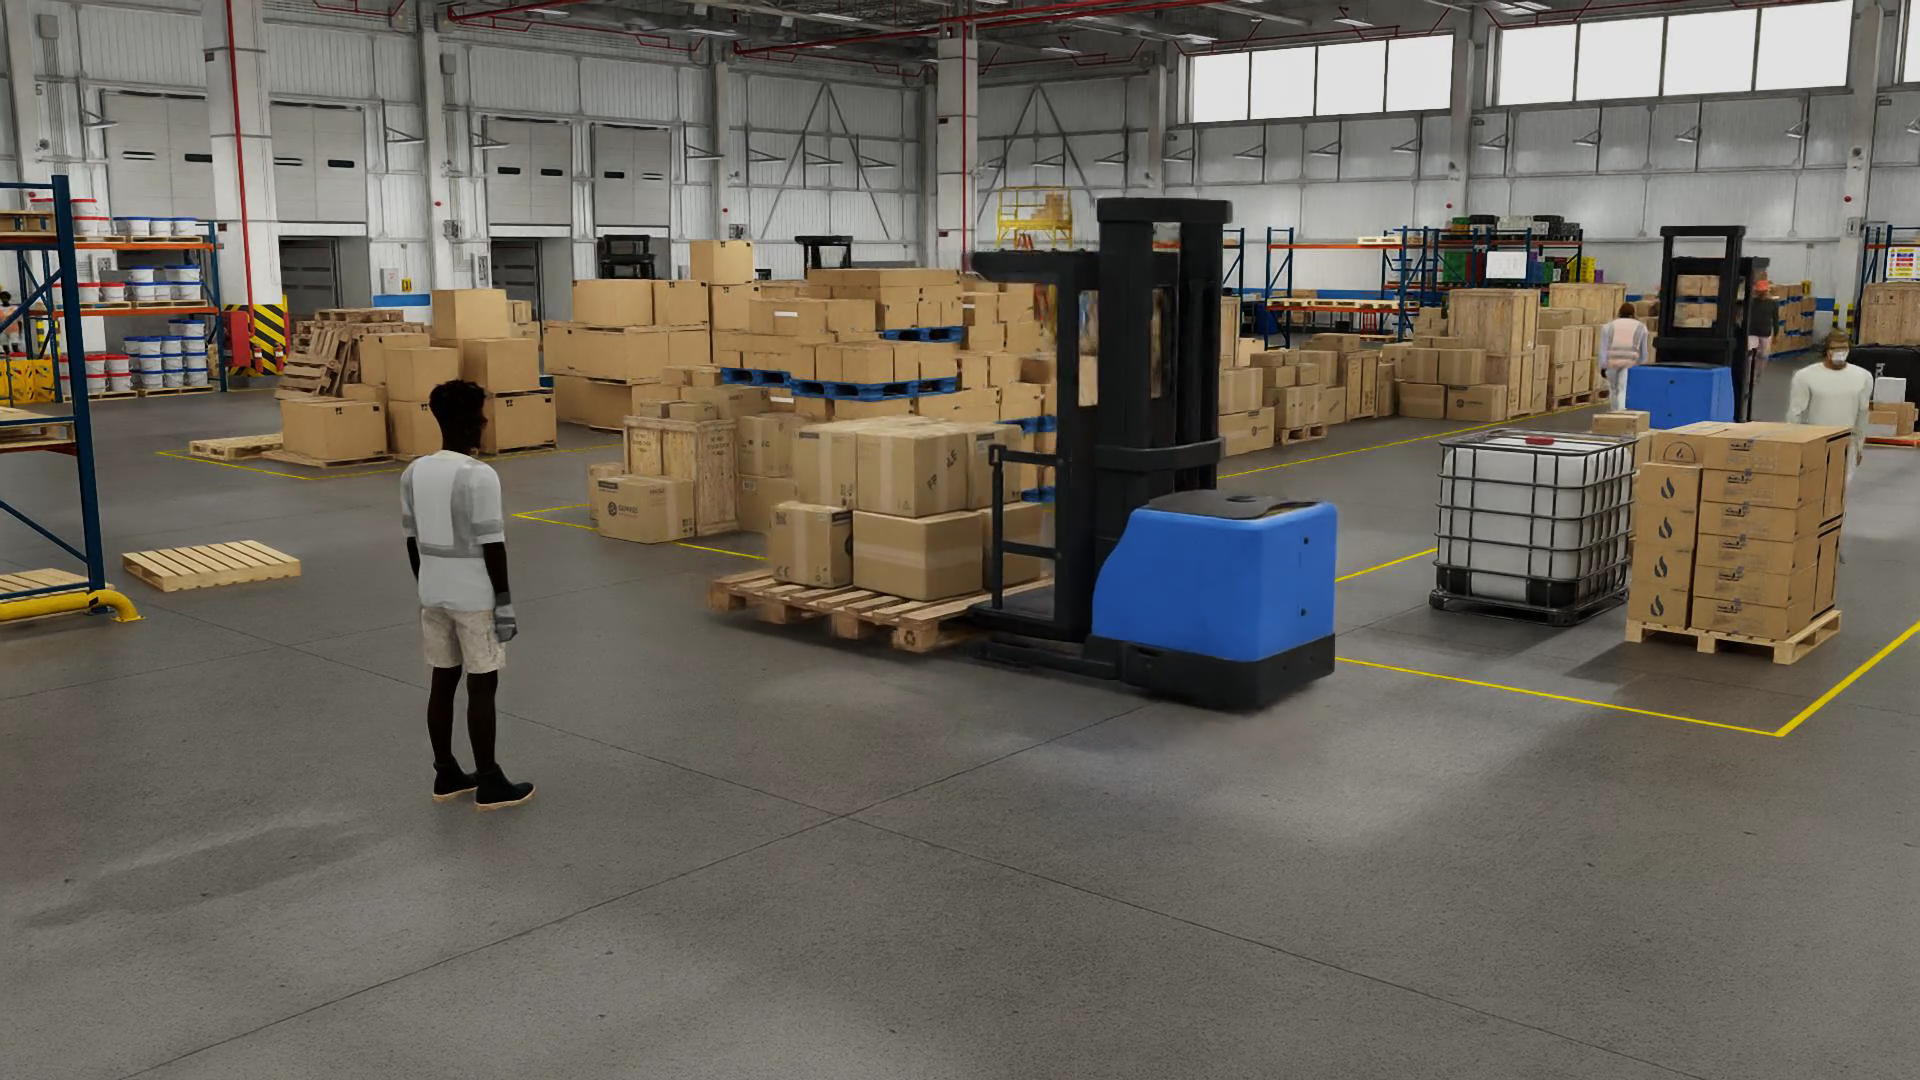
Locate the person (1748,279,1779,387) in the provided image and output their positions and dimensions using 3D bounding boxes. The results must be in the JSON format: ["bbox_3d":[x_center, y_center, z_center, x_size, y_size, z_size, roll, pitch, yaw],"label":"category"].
[{"bbox_3d":[14.783,-3.826,30.753,0.620,1.975,0.680,3,10,18],"label":"person"}]

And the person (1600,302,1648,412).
[{"bbox_3d":[9.393,-2.466,23.573,0.637,1.796,0.834,5,11,26],"label":"person"}]

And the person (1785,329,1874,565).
[{"bbox_3d":[7.155,-0.799,13.765,0.647,1.897,1.010,2,10,14],"label":"person"}]

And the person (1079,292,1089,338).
[{"bbox_3d":[2.471,-4.559,35.833,0.881,1.645,0.525,-9,14,-43],"label":"person"}]

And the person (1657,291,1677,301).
[{"bbox_3d":[13.919,-4.196,33.126,0.961,1.894,0.547,1,10,6],"label":"person"}]

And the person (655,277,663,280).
[{"bbox_3d":[-6.511,-4.725,36.013,0.639,1.928,0.369,-5,11,-24],"label":"person"}]

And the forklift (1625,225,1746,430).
[{"bbox_3d":[9.243,-2.554,20.934,1.129,2.768,1.873,8,13,40],"label":"forklift"}]

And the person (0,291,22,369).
[{"bbox_3d":[-19.359,-4.204,33.769,0.542,1.673,0.706,-4,11,-19],"label":"person"}]

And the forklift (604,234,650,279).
[{"bbox_3d":[-6.924,-4.988,34.790,1.129,2.768,1.873,-2,10,-11],"label":"forklift"}]

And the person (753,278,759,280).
[{"bbox_3d":[-4.114,-4.299,33.549,0.372,1.940,0.627,-1,10,-5],"label":"person"}]

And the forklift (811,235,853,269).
[{"bbox_3d":[-2.895,-5.503,37.724,1.129,2.768,1.873,2,10,13],"label":"forklift"}]

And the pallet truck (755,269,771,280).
[{"bbox_3d":[-4.996,-6.432,45.525,1.885,1.965,0.823,-6,12,-32],"label":"pallet truck"}]

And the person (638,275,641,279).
[{"bbox_3d":[-7.517,-5.296,39.292,0.391,1.916,0.586,8,13,40],"label":"person"}]

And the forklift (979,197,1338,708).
[{"bbox_3d":[1.191,-0.591,9.755,1.873,2.768,1.129,8,13,40],"label":"forklift"}]

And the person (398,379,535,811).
[{"bbox_3d":[-2.256,0.250,7.569,0.600,1.967,0.368,6,12,33],"label":"person"}]
